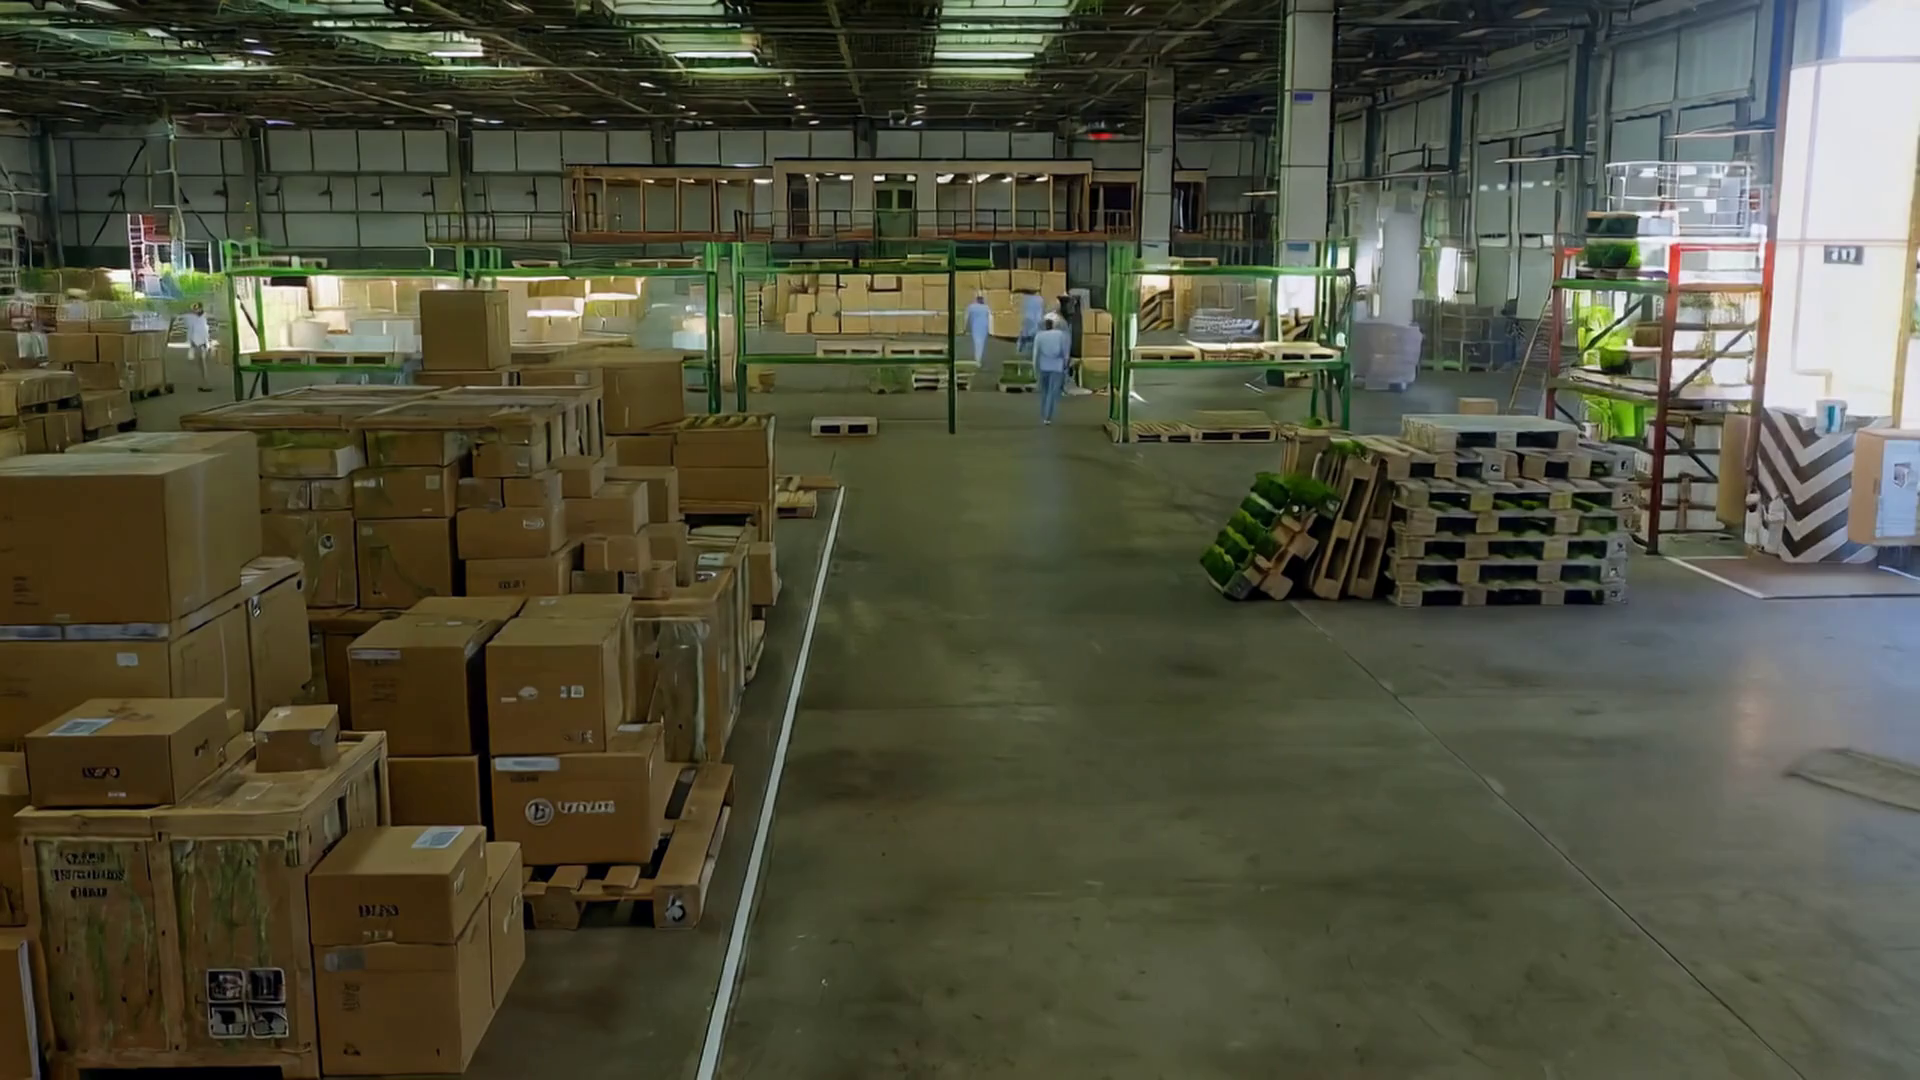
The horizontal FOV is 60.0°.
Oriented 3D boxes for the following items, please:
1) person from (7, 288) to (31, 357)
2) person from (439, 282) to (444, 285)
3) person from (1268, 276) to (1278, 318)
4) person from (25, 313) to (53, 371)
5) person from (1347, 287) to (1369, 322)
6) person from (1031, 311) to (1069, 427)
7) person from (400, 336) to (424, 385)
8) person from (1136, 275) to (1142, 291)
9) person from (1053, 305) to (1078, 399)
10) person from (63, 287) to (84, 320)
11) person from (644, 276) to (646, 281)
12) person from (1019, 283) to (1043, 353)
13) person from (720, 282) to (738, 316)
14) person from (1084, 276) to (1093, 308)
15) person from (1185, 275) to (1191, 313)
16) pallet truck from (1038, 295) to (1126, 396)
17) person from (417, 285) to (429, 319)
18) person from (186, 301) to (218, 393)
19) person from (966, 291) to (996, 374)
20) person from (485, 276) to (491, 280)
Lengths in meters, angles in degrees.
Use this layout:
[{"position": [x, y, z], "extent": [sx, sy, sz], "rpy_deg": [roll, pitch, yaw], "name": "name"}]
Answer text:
[{"position": [-23.064, -5.235, 40.846], "extent": [0.540, 1.916, 0.498], "rpy_deg": [-3, 10, -14], "name": "person"}, {"position": [-16.528, -7.340, 53.045], "extent": [0.531, 1.745, 0.684], "rpy_deg": [1, 10, 6], "name": "person"}, {"position": [11.170, -8.465, 59.043], "extent": [0.624, 1.841, 0.430], "rpy_deg": [-9, 13, -41], "name": "person"}, {"position": [-15.316, -2.822, 27.570], "extent": [0.714, 1.864, 0.583], "rpy_deg": [0, 10, -1], "name": "person"}, {"position": [9.954, -5.367, 41.573], "extent": [0.610, 1.907, 0.551], "rpy_deg": [8, 13, 37], "name": "person"}, {"position": [1.510, -2.844, 27.596], "extent": [0.599, 1.875, 0.960], "rpy_deg": [3, 11, 15], "name": "person"}, {"position": [-6.490, -1.534, 20.230], "extent": [0.634, 1.917, 0.819], "rpy_deg": [0, 10, 1], "name": "person"}, {"position": [6.786, -8.868, 61.193], "extent": [0.590, 1.857, 0.747], "rpy_deg": [6, 12, 29], "name": "person"}, {"position": [2.071, -3.614, 32.066], "extent": [0.735, 1.819, 0.665], "rpy_deg": [-2, 10, -12], "name": "person"}, {"position": [-22.026, -5.326, 41.332], "extent": [0.540, 1.916, 0.438], "rpy_deg": [1, 10, 4], "name": "person"}, {"position": [-11.311, -8.556, 59.211], "extent": [0.390, 1.958, 0.601], "rpy_deg": [-4, 11, -22], "name": "person"}, {"position": [1.969, -6.031, 45.318], "extent": [0.579, 1.909, 0.685], "rpy_deg": [8, 13, 39], "name": "person"}, {"position": [-6.881, -6.772, 49.668], "extent": [0.521, 1.818, 0.952], "rpy_deg": [-5, 11, -25], "name": "person"}, {"position": [4.770, -8.960, 62.065], "extent": [0.318, 1.742, 0.492], "rpy_deg": [7, 12, 33], "name": "person"}, {"position": [9.707, -10.721, 71.170], "extent": [0.379, 1.996, 0.608], "rpy_deg": [2, 10, 9], "name": "person"}, {"position": [2.483, -3.881, 33.060], "extent": [1.885, 1.965, 0.823], "rpy_deg": [-7, 13, -36], "name": "pallet truck"}, {"position": [-13.978, -5.754, 43.755], "extent": [0.603, 1.902, 0.651], "rpy_deg": [7, 13, 36], "name": "person"}, {"position": [-15.149, -3.853, 33.346], "extent": [0.909, 1.831, 0.546], "rpy_deg": [6, 12, 31], "name": "person"}, {"position": [0.515, -4.759, 38.209], "extent": [0.654, 1.911, 0.793], "rpy_deg": [-8, 13, -39], "name": "person"}, {"position": [-19.012, -9.870, 66.958], "extent": [0.542, 1.802, 0.924], "rpy_deg": [-7, 12, -32], "name": "person"}]
